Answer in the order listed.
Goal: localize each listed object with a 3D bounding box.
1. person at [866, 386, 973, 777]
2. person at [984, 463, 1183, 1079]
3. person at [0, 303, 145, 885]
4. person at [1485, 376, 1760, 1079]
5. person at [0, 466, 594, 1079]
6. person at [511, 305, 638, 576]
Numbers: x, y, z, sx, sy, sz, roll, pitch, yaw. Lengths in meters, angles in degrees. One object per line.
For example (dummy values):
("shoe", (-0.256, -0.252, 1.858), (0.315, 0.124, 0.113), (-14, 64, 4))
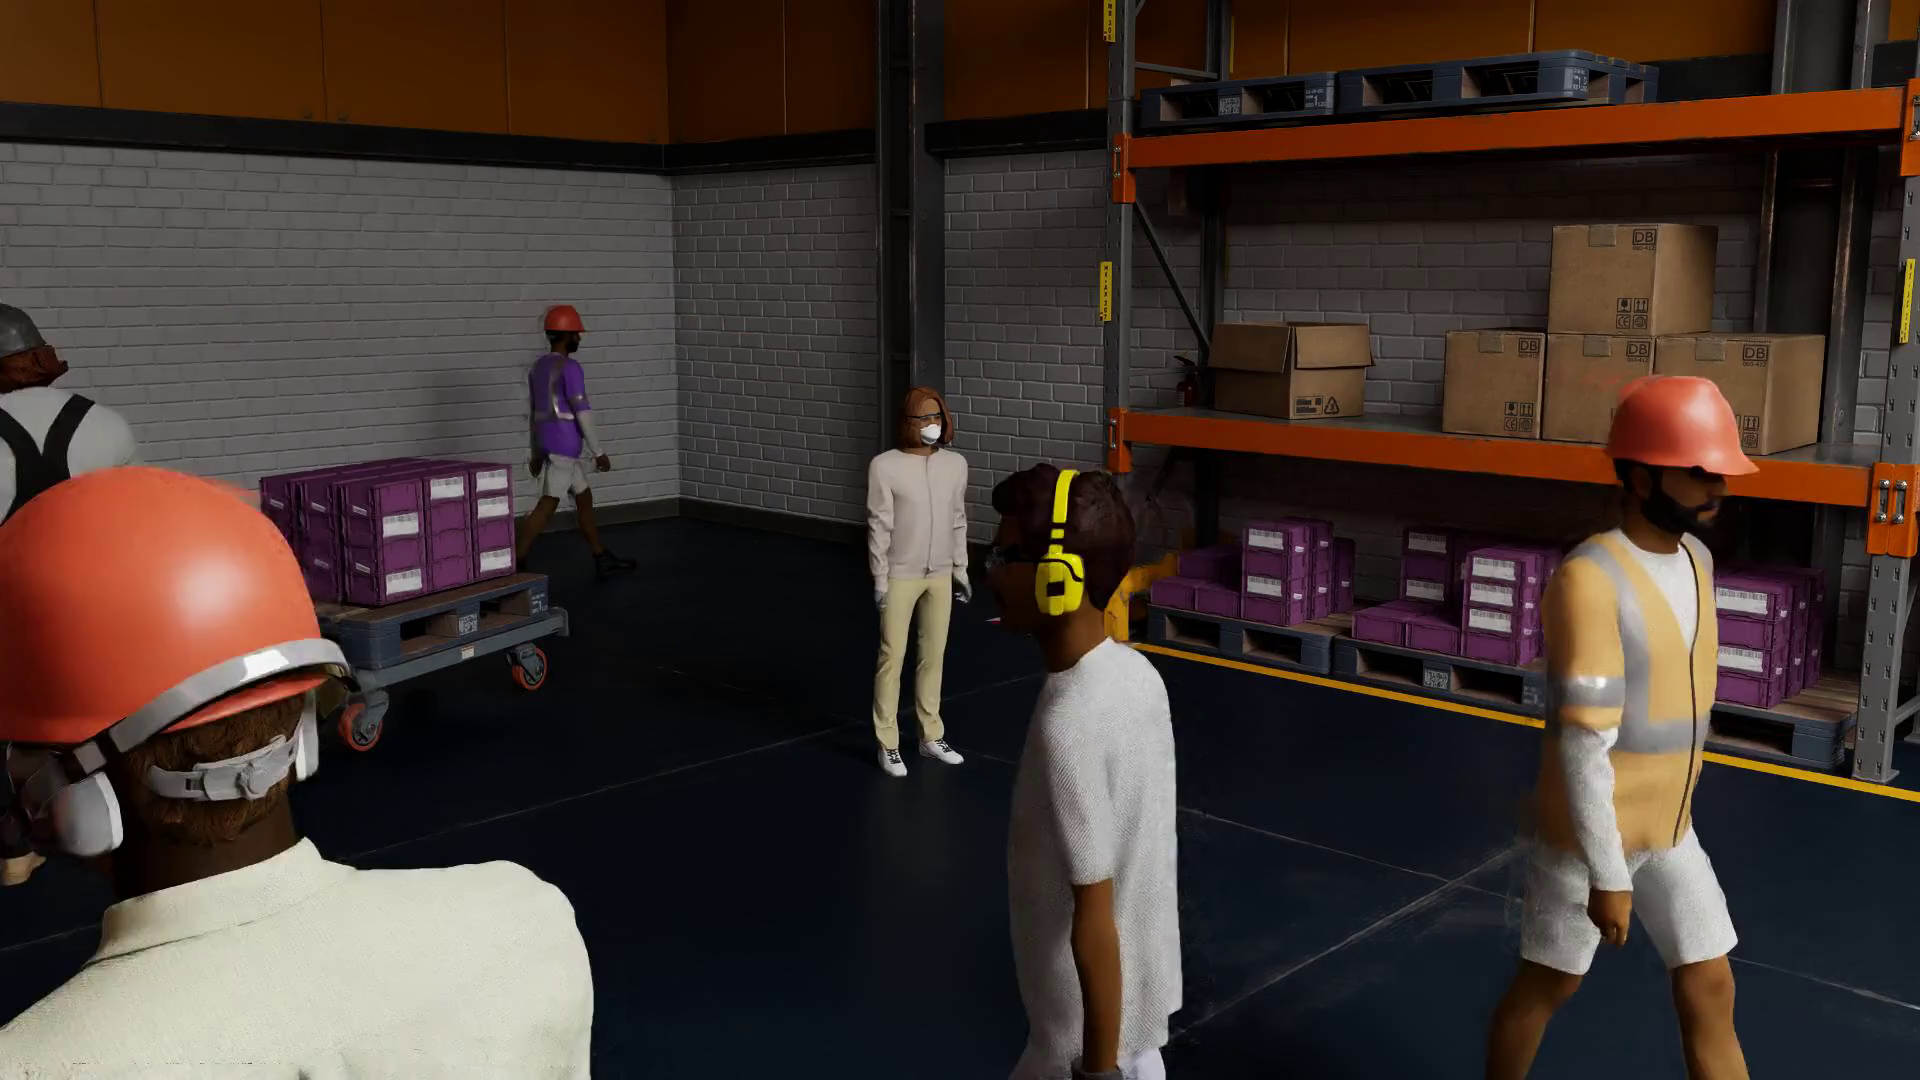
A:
("person", (-0.168, 0.167, 7.029), (0.498, 1.634, 0.284), (-6, 11, -34))
("person", (0.220, 0.780, 2.728), (0.992, 1.824, 0.549), (3, 10, 17))
("person", (-3.214, 0.168, 5.785), (0.708, 2.000, 0.584), (-8, 12, -42))
("person", (1.501, 0.613, 3.495), (0.567, 1.890, 0.958), (-7, 11, -36))
("person", (-0.512, 0.926, 1.327), (0.545, 1.973, 0.636), (8, 12, 40))
("person", (-2.692, -0.629, 11.174), (1.033, 1.889, 0.545), (-7, 11, -35))
